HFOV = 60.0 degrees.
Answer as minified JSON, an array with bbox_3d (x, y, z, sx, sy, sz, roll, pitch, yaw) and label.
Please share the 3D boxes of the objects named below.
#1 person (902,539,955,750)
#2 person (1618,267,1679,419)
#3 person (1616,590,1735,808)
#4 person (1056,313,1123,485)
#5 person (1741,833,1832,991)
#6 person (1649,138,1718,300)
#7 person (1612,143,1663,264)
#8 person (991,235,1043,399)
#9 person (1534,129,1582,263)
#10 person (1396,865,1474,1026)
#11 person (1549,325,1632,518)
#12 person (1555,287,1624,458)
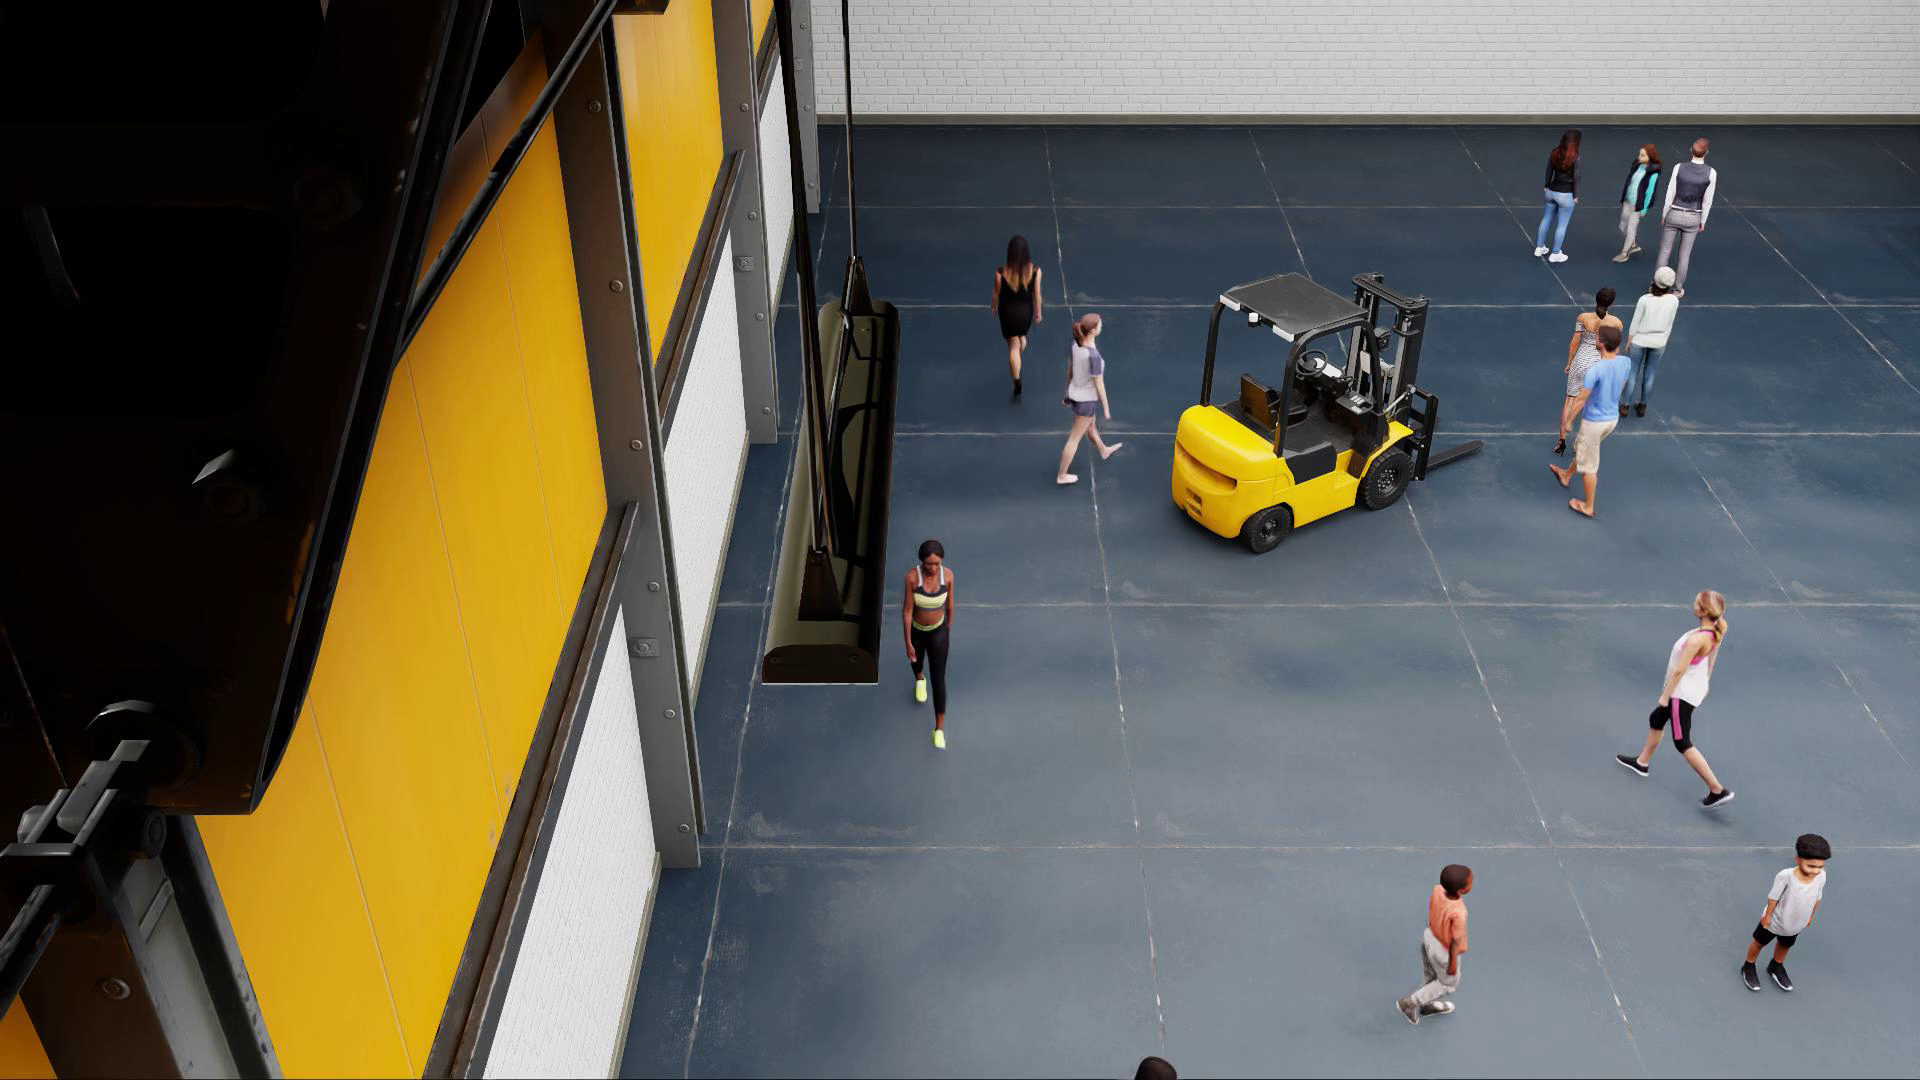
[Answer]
[{"bbox_3d":[-0.275,0.674,12.853,0.617,1.695,1.197,-3,34,-4],"label":"person"},{"bbox_3d":[7.025,-2.026,16.957,0.576,1.647,0.521,4,34,5],"label":"person"},{"bbox_3d":[5.340,1.176,12.041,1.083,1.756,1.151,-29,43,-36],"label":"person"},{"bbox_3d":[1.099,-1.310,15.806,1.020,1.729,1.107,-18,38,-25],"label":"person"},{"bbox_3d":[5.324,2.374,10.691,0.471,1.256,0.464,0,34,0],"label":"person"},{"bbox_3d":[8.383,-3.732,19.265,0.742,1.934,0.732,16,37,22],"label":"person"},{"bbox_3d":[8.244,-4.100,20.214,0.737,1.496,0.672,-11,35,-16],"label":"person"},{"bbox_3d":[0.602,-2.283,17.327,0.797,1.666,1.134,-6,34,-9],"label":"person"},{"bbox_3d":[7.318,-4.209,20.254,0.788,1.634,0.683,-20,38,-27],"label":"person"},{"bbox_3d":[2.963,2.542,10.394,0.631,1.304,0.643,-7,34,-10],"label":"person"},{"bbox_3d":[5.941,-1.060,15.332,0.921,1.836,1.120,-16,37,-22],"label":"person"},{"bbox_3d":[6.122,-1.634,16.209,0.678,1.822,0.668,14,36,20],"label":"person"}]
